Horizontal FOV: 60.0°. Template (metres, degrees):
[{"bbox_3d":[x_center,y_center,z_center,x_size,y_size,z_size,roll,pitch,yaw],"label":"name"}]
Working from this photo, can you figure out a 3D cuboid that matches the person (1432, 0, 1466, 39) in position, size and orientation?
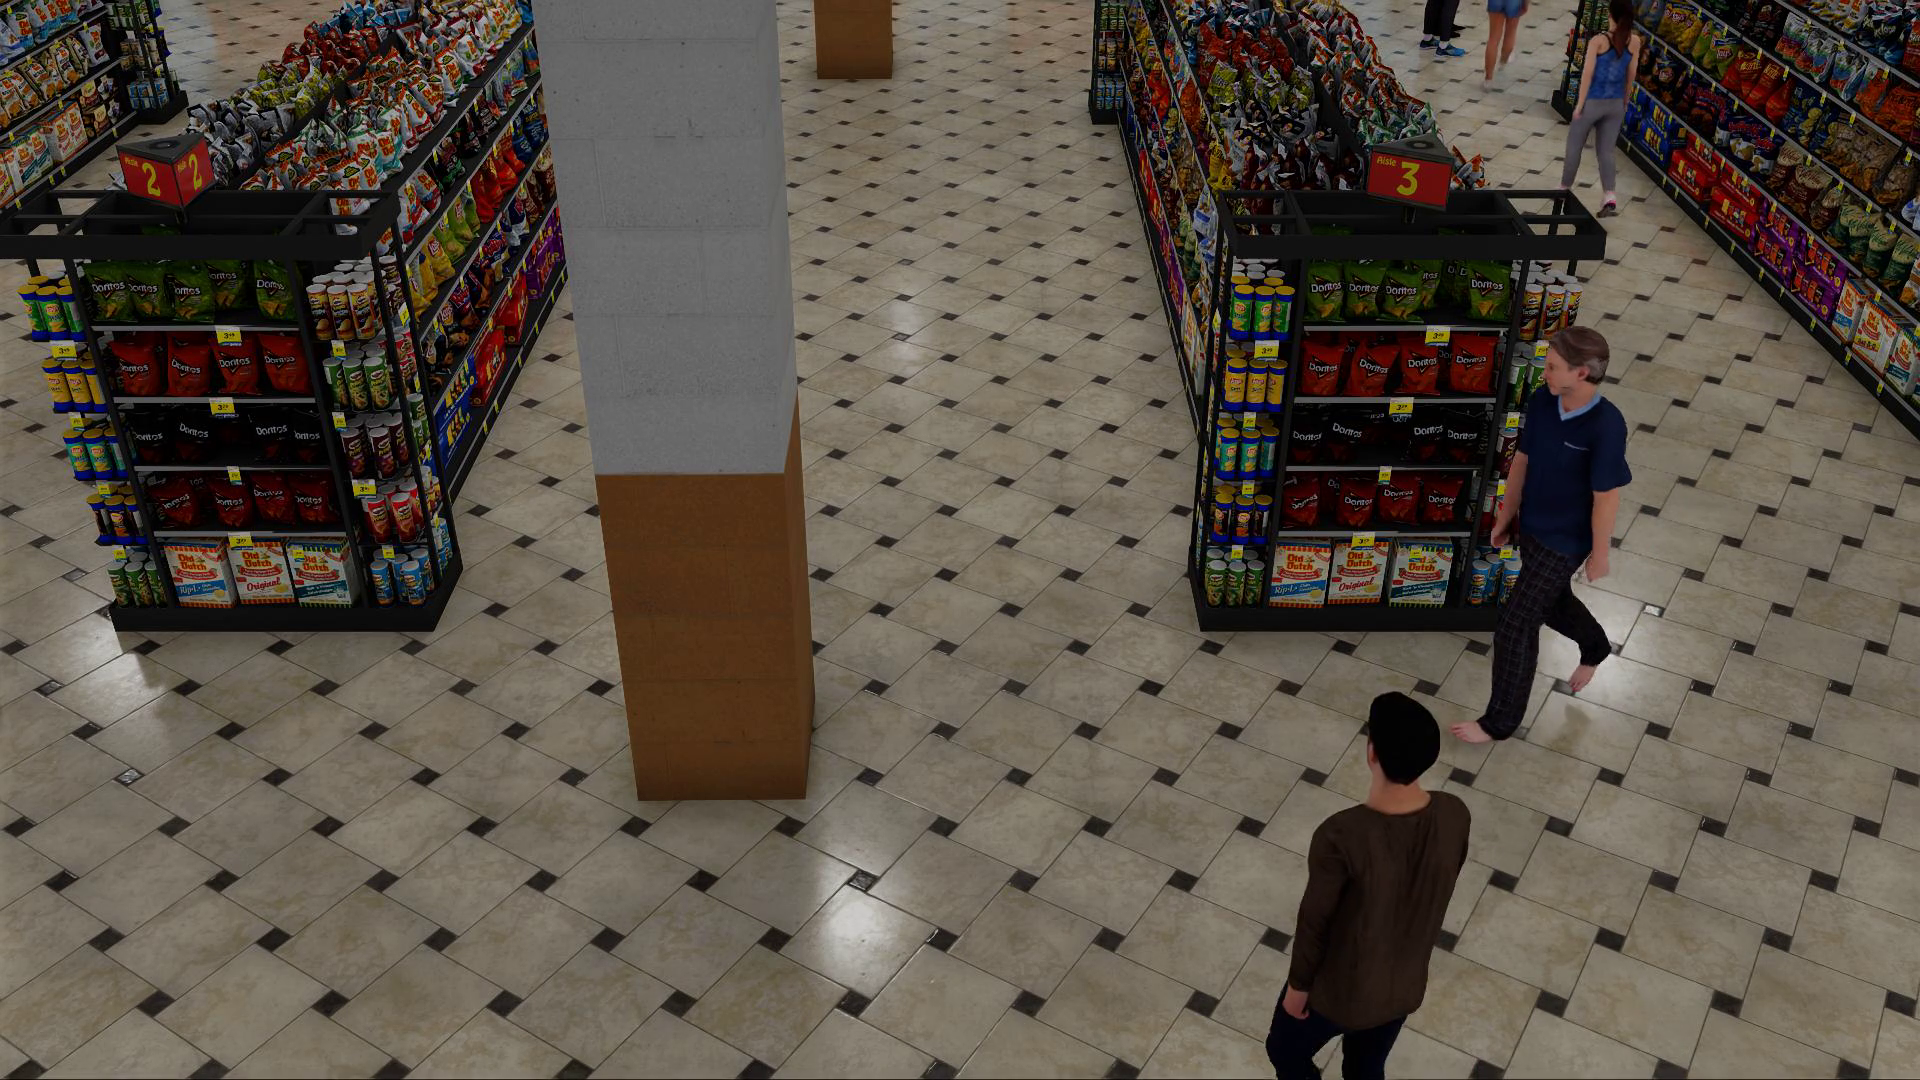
[{"bbox_3d":[4.912,-5.976,16.435,0.841,1.894,0.707,14,35,21],"label":"person"}]

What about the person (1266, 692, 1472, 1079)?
[{"bbox_3d":[1.189,1.296,4.766,0.782,1.874,0.825,-12,34,-19],"label":"person"}]

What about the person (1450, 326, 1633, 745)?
[{"bbox_3d":[2.548,-0.028,6.946,0.943,1.821,1.161,-11,34,-17],"label":"person"}]

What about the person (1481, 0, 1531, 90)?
[{"bbox_3d":[4.904,-4.842,14.905,0.899,1.585,1.135,10,33,16],"label":"person"}]

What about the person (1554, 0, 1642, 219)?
[{"bbox_3d":[4.720,-3.137,12.169,0.593,1.582,1.027,-1,32,-2],"label":"person"}]

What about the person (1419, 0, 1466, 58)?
[{"bbox_3d":[4.688,-5.569,15.843,0.824,1.828,0.638,-10,33,-16],"label":"person"}]
